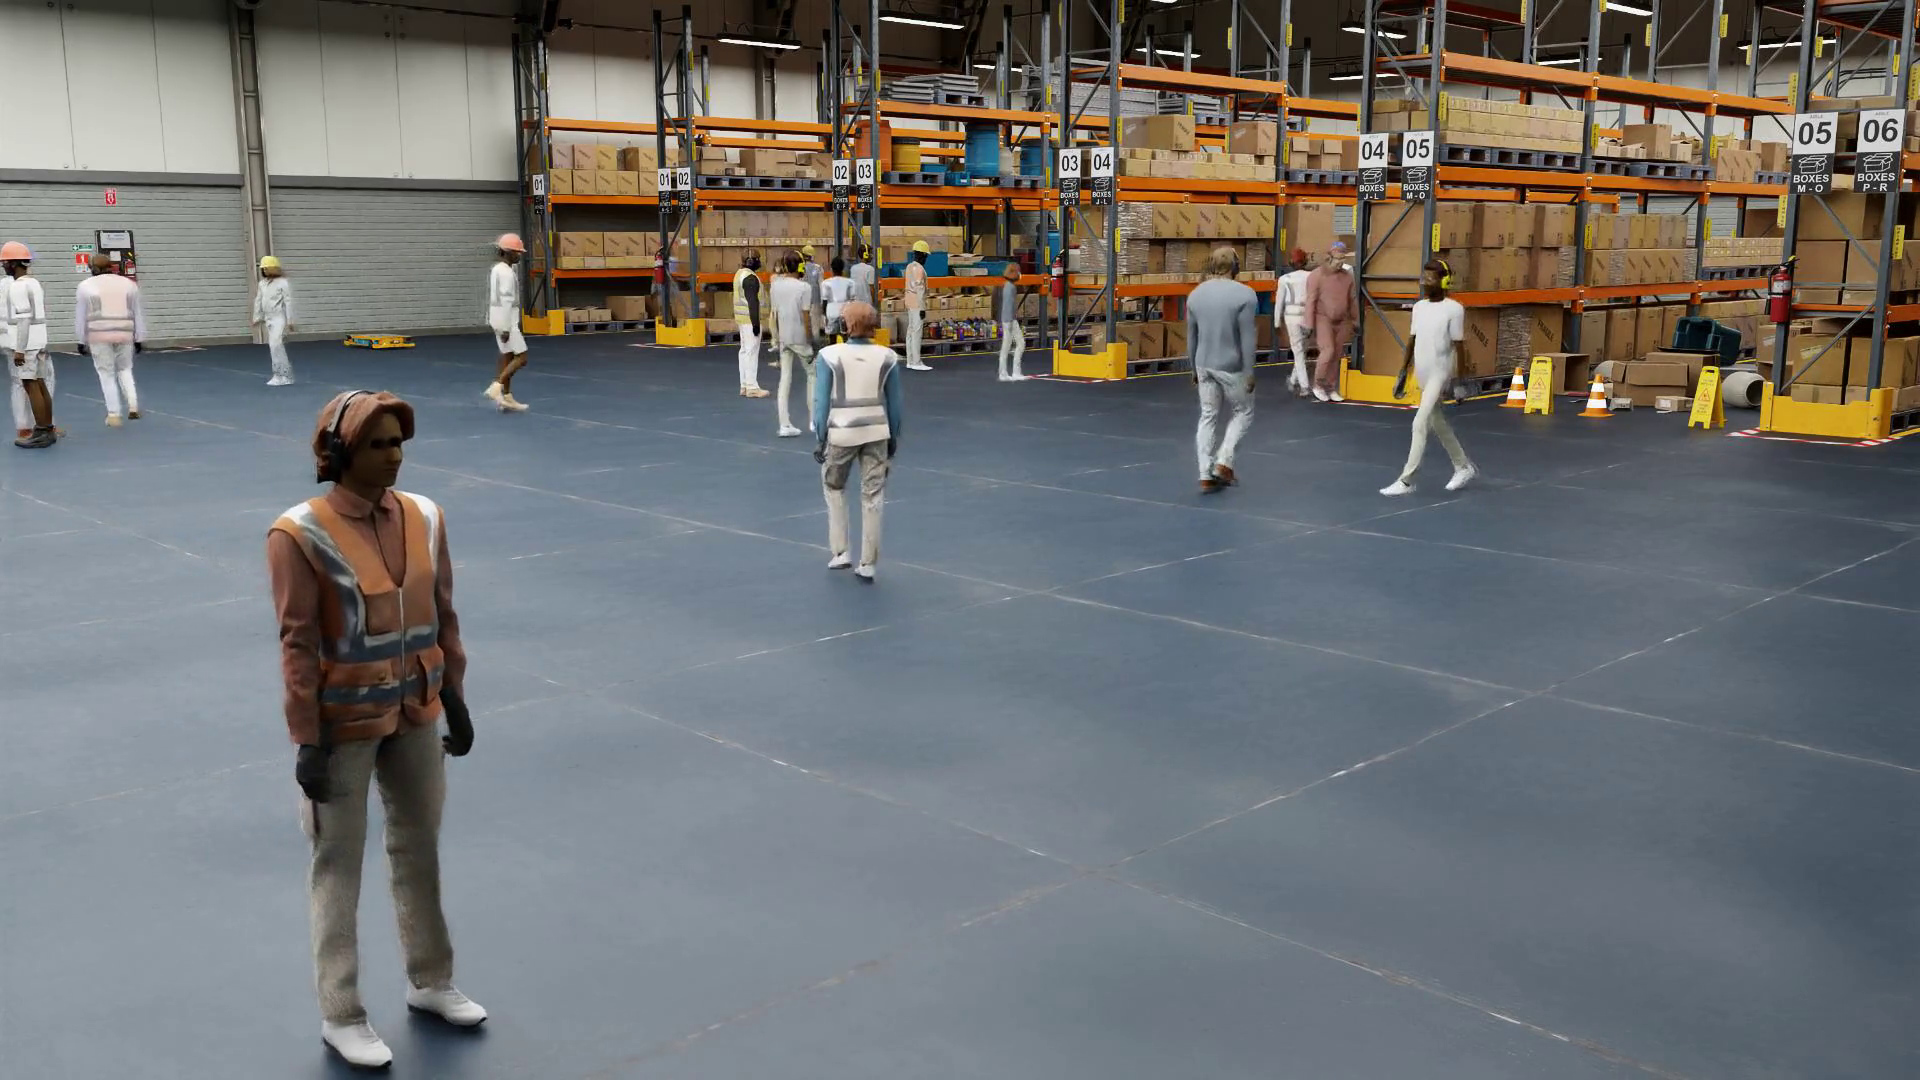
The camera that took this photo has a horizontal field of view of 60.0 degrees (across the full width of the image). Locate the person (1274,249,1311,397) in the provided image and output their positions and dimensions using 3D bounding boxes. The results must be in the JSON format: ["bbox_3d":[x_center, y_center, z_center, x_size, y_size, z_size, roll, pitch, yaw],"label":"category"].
[{"bbox_3d":[4.263,-2.743,20.966,0.592,1.824,1.029,-1,10,-8],"label":"person"}]

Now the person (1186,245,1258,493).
[{"bbox_3d":[2.051,-1.335,13.033,0.654,1.918,0.461,9,14,40],"label":"person"}]

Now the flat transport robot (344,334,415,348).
[{"bbox_3d":[-10.478,-3.596,29.983,0.652,0.197,1.431,-10,14,-44],"label":"flat transport robot"}]

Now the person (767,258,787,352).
[{"bbox_3d":[-3.099,-4.019,28.519,0.495,1.613,0.547,6,12,28],"label":"person"}]

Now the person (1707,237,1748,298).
[{"bbox_3d":[13.977,-4.534,30.365,0.662,1.951,0.944,9,14,40],"label":"person"}]

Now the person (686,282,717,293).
[{"bbox_3d":[-5.361,-5.342,34.879,0.961,1.912,0.614,-10,14,-43],"label":"person"}]

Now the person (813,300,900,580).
[{"bbox_3d":[-0.616,-0.589,9.757,0.546,1.618,0.524,-3,11,-18],"label":"person"}]

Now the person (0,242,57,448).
[{"bbox_3d":[-8.910,-1.859,15.845,0.364,1.935,0.553,-2,11,-12],"label":"person"}]

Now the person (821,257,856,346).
[{"bbox_3d":[-1.785,-3.339,24.616,0.533,1.679,0.680,-3,11,-14],"label":"person"}]

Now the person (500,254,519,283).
[{"bbox_3d":[-8.914,-4.924,32.844,0.403,1.834,0.587,-2,11,-11],"label":"person"}]

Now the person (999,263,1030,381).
[{"bbox_3d":[0.788,-2.986,22.838,0.556,1.613,0.523,0,10,0],"label":"person"}]

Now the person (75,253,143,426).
[{"bbox_3d":[-9.002,-2.120,17.614,0.453,1.816,0.627,9,14,42],"label":"person"}]

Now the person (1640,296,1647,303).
[{"bbox_3d":[15.787,-5.993,38.703,0.586,1.823,0.403,-4,11,-19],"label":"person"}]

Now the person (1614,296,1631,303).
[{"bbox_3d":[14.601,-5.686,36.551,0.567,2.000,0.696,-3,11,-17],"label":"person"}]

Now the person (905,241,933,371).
[{"bbox_3d":[-0.626,-3.491,24.806,0.392,1.916,0.588,-3,11,-17],"label":"person"}]

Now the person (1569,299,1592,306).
[{"bbox_3d":[11.645,-4.724,31.180,0.605,2.045,0.377,9,14,42],"label":"person"}]

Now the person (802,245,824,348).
[{"bbox_3d":[-2.547,-4.033,27.989,0.600,1.830,0.403,1,10,8],"label":"person"}]

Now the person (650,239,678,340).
[{"bbox_3d":[-5.704,-4.745,31.645,0.575,1.907,0.778,9,14,41],"label":"person"}]

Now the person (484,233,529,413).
[{"bbox_3d":[-5.117,-2.454,18.848,0.495,2.021,0.608,-6,12,-28],"label":"person"}]

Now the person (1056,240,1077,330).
[{"bbox_3d":[2.166,-5.314,34.707,0.625,1.927,0.543,8,13,36],"label":"person"}]

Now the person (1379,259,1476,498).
[{"bbox_3d":[3.712,-1.273,12.978,0.977,1.835,0.525,-5,11,-24],"label":"person"}]

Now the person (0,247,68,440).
[{"bbox_3d":[-9.185,-1.930,16.315,0.647,1.909,0.469,4,11,19],"label":"person"}]

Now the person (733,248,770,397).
[{"bbox_3d":[-2.606,-2.724,20.823,0.429,1.842,0.636,-4,11,-20],"label":"person"}]

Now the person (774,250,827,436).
[{"bbox_3d":[-1.588,-1.986,16.786,0.564,1.841,0.797,7,12,33],"label":"person"}]

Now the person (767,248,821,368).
[{"bbox_3d":[-2.470,-3.519,25.250,0.869,1.818,0.520,-1,10,-3],"label":"person"}]

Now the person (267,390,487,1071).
[{"bbox_3d":[-1.429,0.451,4.075,0.318,1.638,0.516,6,12,32],"label":"person"}]

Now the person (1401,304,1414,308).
[{"bbox_3d":[6.425,-3.206,23.294,0.591,1.904,0.452,9,14,41],"label":"person"}]

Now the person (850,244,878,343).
[{"bbox_3d":[-1.439,-3.511,25.062,0.520,1.864,0.333,10,14,42],"label":"person"}]

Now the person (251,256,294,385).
[{"bbox_3d":[-9.221,-2.923,22.236,0.489,1.720,0.659,5,12,27],"label":"person"}]

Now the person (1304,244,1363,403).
[{"bbox_3d":[4.475,-2.601,20.016,0.690,1.894,0.415,-6,12,-29],"label":"person"}]

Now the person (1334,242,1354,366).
[{"bbox_3d":[5.699,-3.523,25.051,1.016,1.889,0.626,-8,13,-38],"label":"person"}]
